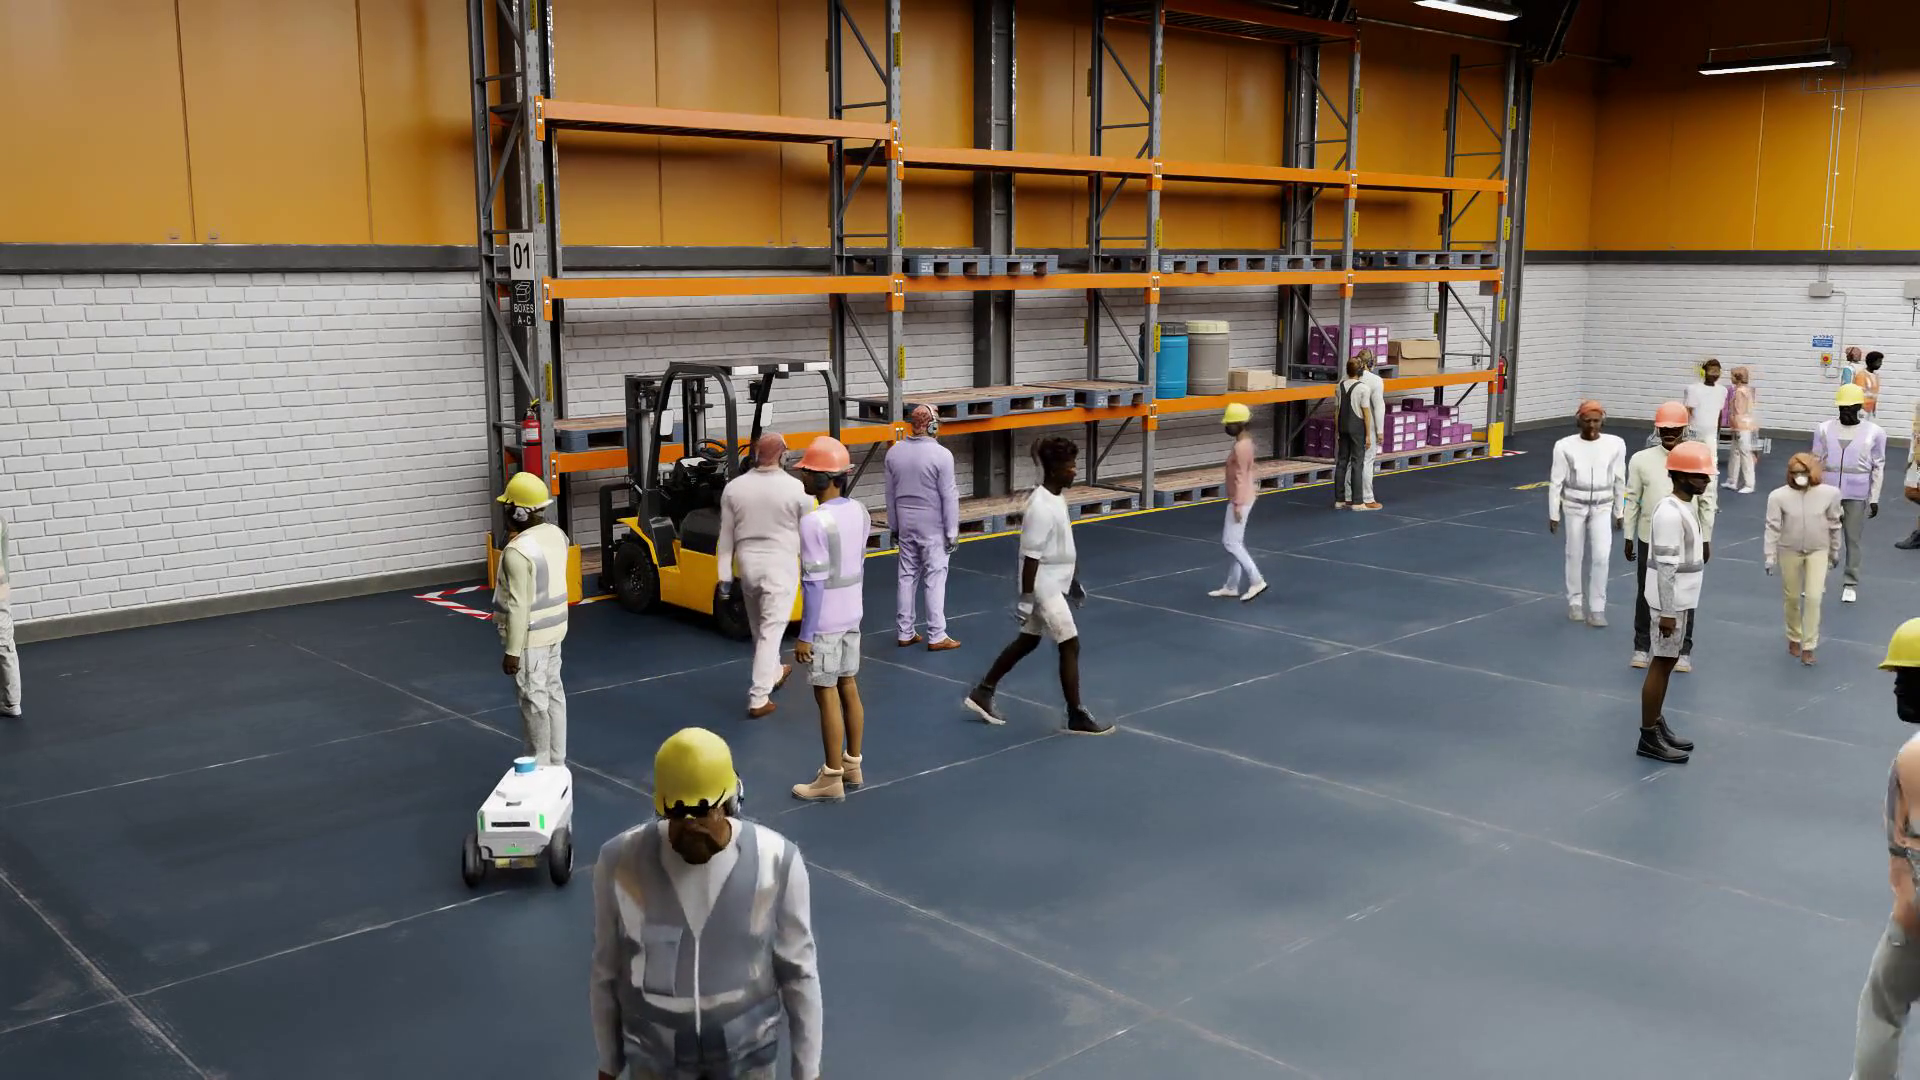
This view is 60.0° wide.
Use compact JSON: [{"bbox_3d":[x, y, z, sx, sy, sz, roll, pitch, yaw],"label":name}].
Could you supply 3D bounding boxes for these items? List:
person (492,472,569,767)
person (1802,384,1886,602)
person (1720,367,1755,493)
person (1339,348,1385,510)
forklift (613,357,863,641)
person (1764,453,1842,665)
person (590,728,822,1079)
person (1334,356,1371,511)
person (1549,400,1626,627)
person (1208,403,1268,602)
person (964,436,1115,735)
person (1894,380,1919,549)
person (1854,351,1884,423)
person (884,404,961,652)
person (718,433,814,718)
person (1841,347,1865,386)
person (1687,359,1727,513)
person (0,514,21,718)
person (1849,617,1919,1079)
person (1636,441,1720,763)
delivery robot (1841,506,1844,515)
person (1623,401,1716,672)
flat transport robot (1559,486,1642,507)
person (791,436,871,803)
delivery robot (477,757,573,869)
[{"bbox_3d":[-2.420,0.528,9.384,0.404,1.837,0.590,2,10,9],"label":"person"},{"bbox_3d":[7.771,-0.414,14.636,0.594,1.924,0.382,8,13,41],"label":"person"},{"bbox_3d":[10.086,-1.418,21.456,0.477,1.610,0.557,6,11,32],"label":"person"},{"bbox_3d":[4.816,-1.323,19.935,0.371,1.935,0.627,-8,13,-40],"label":"person"},{"bbox_3d":[-1.847,-0.414,13.852,1.214,2.155,2.313,-9,13,-42],"label":"forklift"},{"bbox_3d":[6.287,0.130,12.431,0.518,1.577,0.702,4,11,23],"label":"person"},{"bbox_3d":[-0.687,1.380,4.468,0.607,1.806,0.475,-1,10,-8],"label":"person"},{"bbox_3d":[4.697,-1.266,19.861,0.341,1.846,0.511,-8,12,-39],"label":"person"},{"bbox_3d":[5.146,-0.210,13.627,0.615,1.855,0.795,2,10,12],"label":"person"},{"bbox_3d":[2.455,-0.331,14.647,0.445,1.764,0.532,3,10,15],"label":"person"},{"bbox_3d":[0.480,0.286,10.595,0.963,1.920,0.609,1,10,7],"label":"person"},{"bbox_3d":[10.078,-0.853,17.210,0.628,1.925,0.558,-1,10,-6],"label":"person"},{"bbox_3d":[12.980,-1.876,23.906,0.576,1.677,0.421,-7,12,-35],"label":"person"},{"bbox_3d":[-0.263,-0.098,12.848,0.652,1.906,0.404,7,12,36],"label":"person"},{"bbox_3d":[-1.244,0.206,11.208,0.654,1.855,0.974,3,10,19],"label":"person"},{"bbox_3d":[13.792,-2.168,25.741,0.515,1.641,0.314,-7,12,-35],"label":"person"},{"bbox_3d":[8.948,-1.285,20.051,0.509,1.827,0.996,1,10,3],"label":"person"},{"bbox_3d":[-6.318,0.397,10.738,0.307,1.638,0.511,1,10,8],"label":"person"},{"bbox_3d":[3.233,1.205,5.347,0.594,1.874,0.812,-6,11,-30],"label":"person"},{"bbox_3d":[4.337,0.364,10.047,0.367,1.935,0.552,6,11,30],"label":"person"},{"bbox_3d":[9.594,-0.436,18.503,0.707,0.478,0.477,2,10,13],"label":"delivery robot"},{"bbox_3d":[5.185,-0.025,12.204,0.619,1.989,0.396,5,11,28],"label":"person"},{"bbox_3d":[7.979,-0.521,20.104,1.431,0.197,0.652,-1,10,-3],"label":"flat transport robot"},{"bbox_3d":[-0.736,0.441,9.280,0.368,2.048,0.607,4,11,23],"label":"person"},{"bbox_3d":[-2.146,1.318,8.230,0.477,0.478,0.707,0,10,-3],"label":"delivery robot"}]
